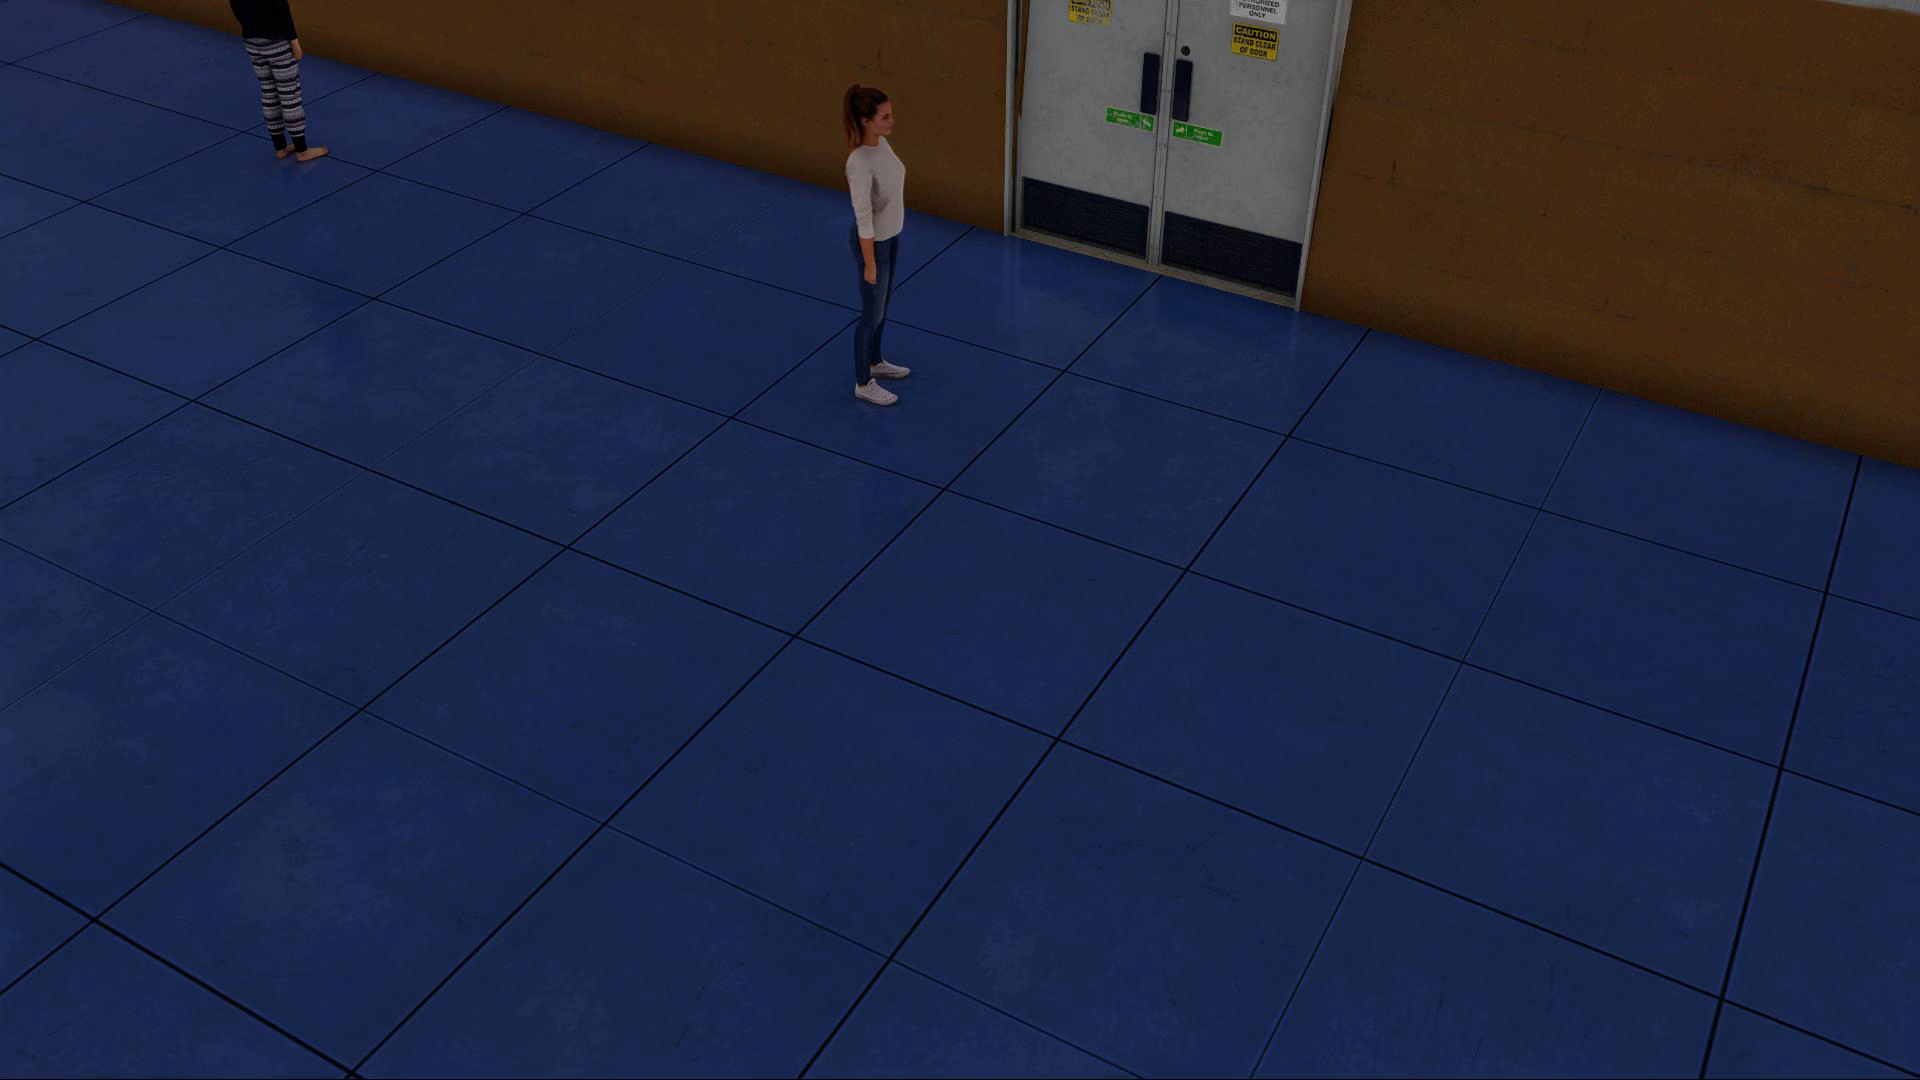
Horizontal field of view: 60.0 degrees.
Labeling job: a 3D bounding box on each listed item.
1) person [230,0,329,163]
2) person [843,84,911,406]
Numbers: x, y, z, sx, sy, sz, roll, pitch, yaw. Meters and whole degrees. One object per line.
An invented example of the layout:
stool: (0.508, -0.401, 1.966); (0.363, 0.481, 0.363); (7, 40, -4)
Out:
person: (-4.658, -3.396, 11.172); (0.623, 1.734, 0.540); (16, 40, 20)
person: (-0.448, -1.546, 8.720); (0.734, 1.719, 0.563); (8, 38, 10)
